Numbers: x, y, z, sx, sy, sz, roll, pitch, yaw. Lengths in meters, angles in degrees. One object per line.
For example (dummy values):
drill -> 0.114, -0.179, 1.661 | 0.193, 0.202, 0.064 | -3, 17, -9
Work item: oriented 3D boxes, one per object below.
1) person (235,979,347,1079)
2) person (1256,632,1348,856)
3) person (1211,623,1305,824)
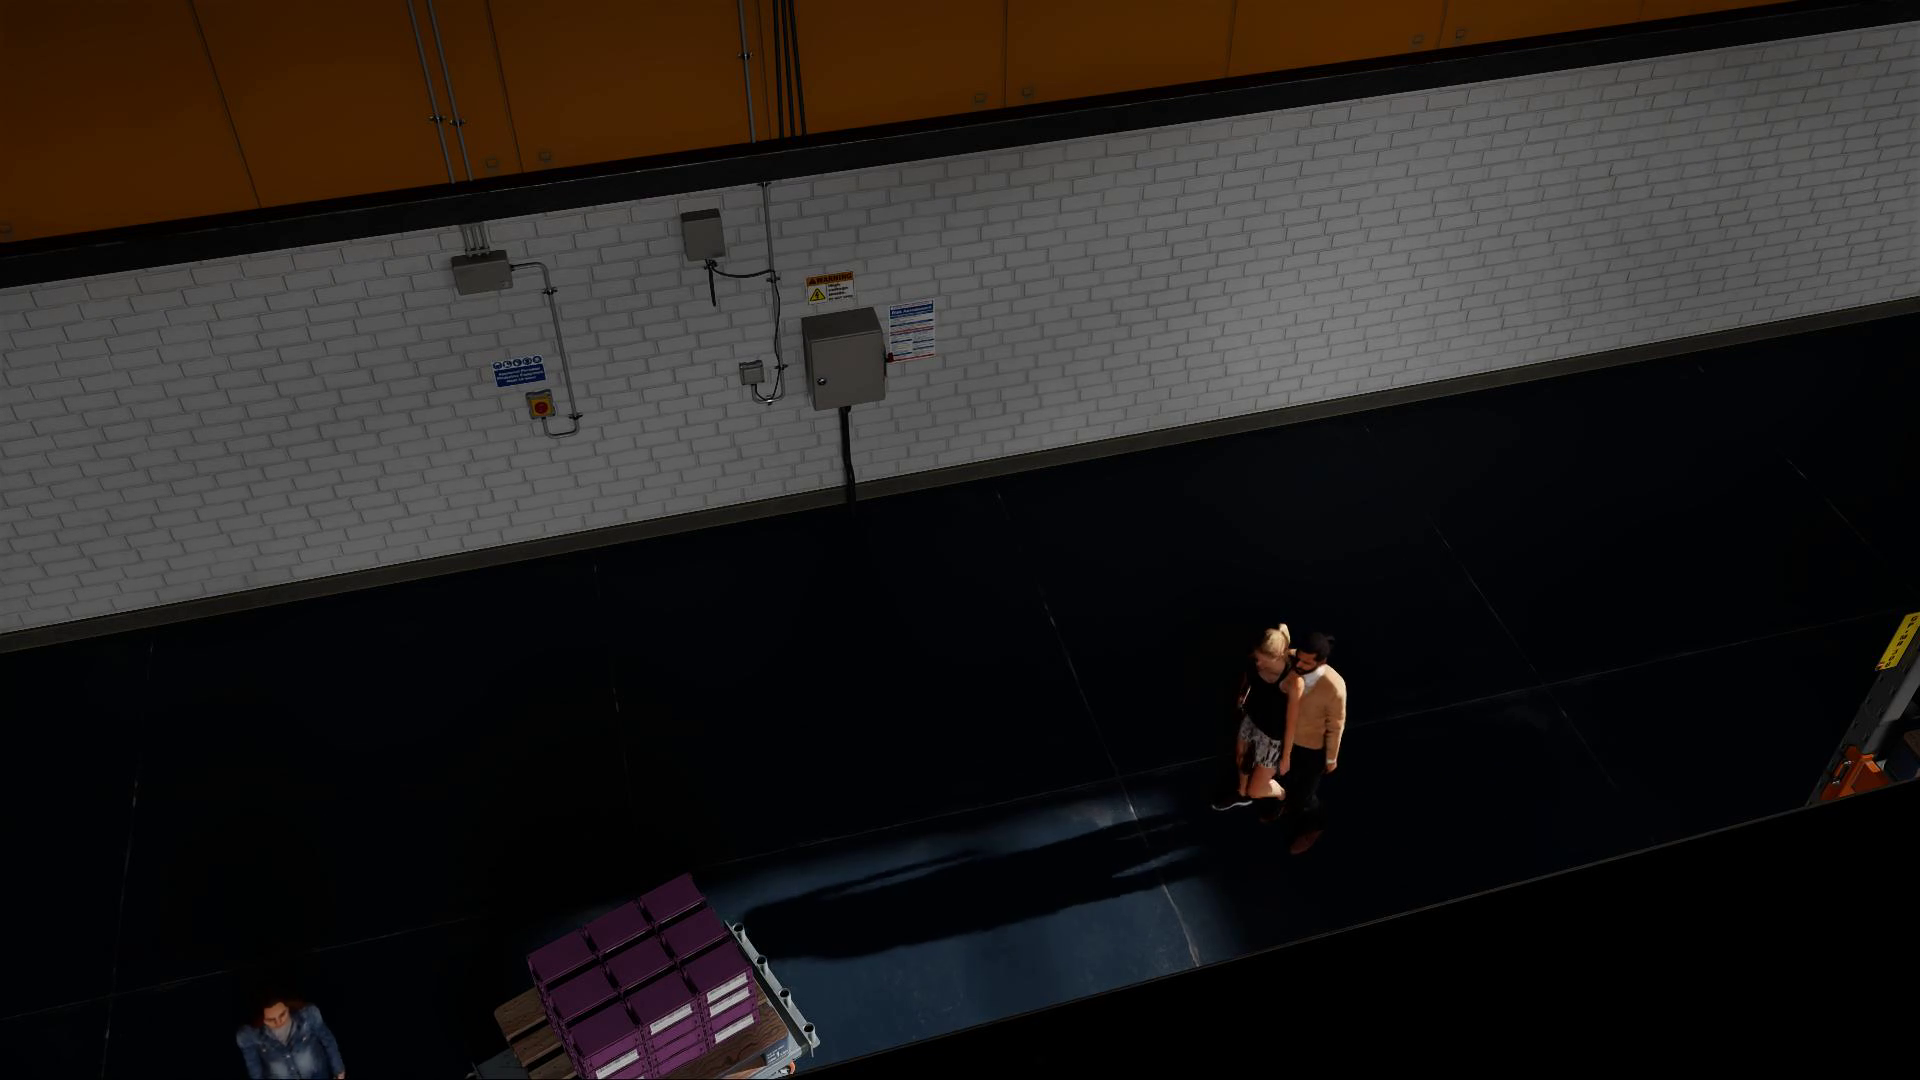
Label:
person -> -3.328, 2.577, 8.320 | 0.684, 1.464, 0.782 | -20, 47, -20
person -> 2.014, 1.125, 9.645 | 0.819, 1.740, 0.704 | -31, 52, -29
person -> 1.834, 1.083, 9.625 | 0.859, 1.828, 0.768 | -13, 45, -14
